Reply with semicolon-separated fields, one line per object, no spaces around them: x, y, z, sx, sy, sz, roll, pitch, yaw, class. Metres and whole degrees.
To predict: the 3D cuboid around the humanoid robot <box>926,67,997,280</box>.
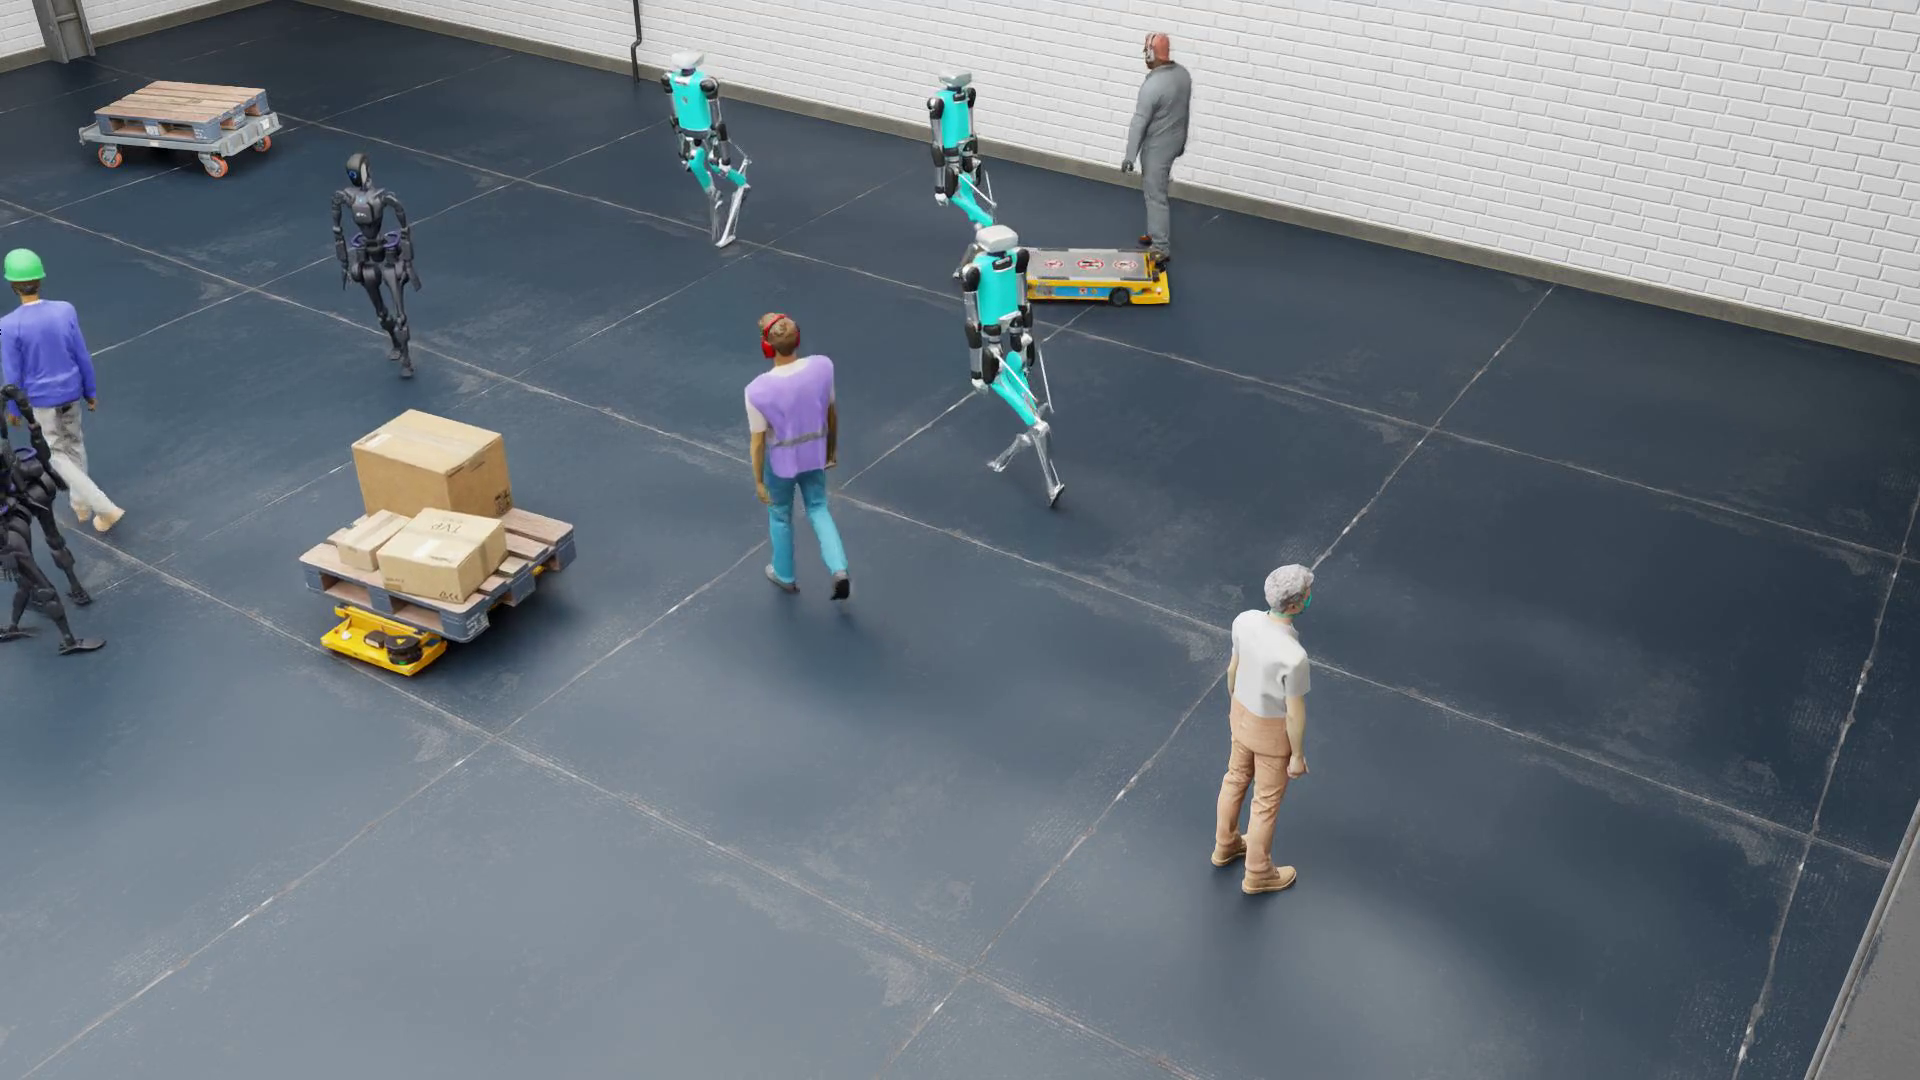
0.133;-2.823;13.325;0.775;1.810;0.552;22;39;30;humanoid robot

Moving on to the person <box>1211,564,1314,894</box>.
1.391;0.852;7.562;0.301;1.744;0.491;-17;36;-25;person

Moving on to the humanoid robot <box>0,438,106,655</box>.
-5.221;-0.104;9.146;0.610;1.646;0.608;-7;33;-11;humanoid robot

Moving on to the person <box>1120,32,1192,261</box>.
1.605;-3.265;13.841;0.582;1.880;0.677;20;38;28;person

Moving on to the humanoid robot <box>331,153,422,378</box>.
-4.242;-1.998;12.076;0.598;1.635;0.656;0;33;0;humanoid robot

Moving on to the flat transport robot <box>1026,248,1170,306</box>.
0.981;-2.155;13.609;1.431;0.231;0.659;1;33;2;flat transport robot

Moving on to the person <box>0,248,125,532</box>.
-5.529;-0.881;10.172;0.660;1.852;0.504;20;38;28;person

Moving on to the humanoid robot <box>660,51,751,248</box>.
-2.063;-3.244;14.043;0.543;1.878;0.762;17;36;24;humanoid robot

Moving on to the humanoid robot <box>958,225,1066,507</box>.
0.468;-1.033;10.544;0.536;1.768;0.996;-25;41;-34;humanoid robot

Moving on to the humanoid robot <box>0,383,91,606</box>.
-5.405;-0.324;9.456;0.435;1.647;0.589;20;38;28;humanoid robot

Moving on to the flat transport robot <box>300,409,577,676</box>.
-3.014;0.277;9.825;0.659;0.231;1.431;15;36;22;flat transport robot

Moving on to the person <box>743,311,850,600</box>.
-0.917;-0.428;9.473;0.584;1.830;0.665;-19;37;-27;person
